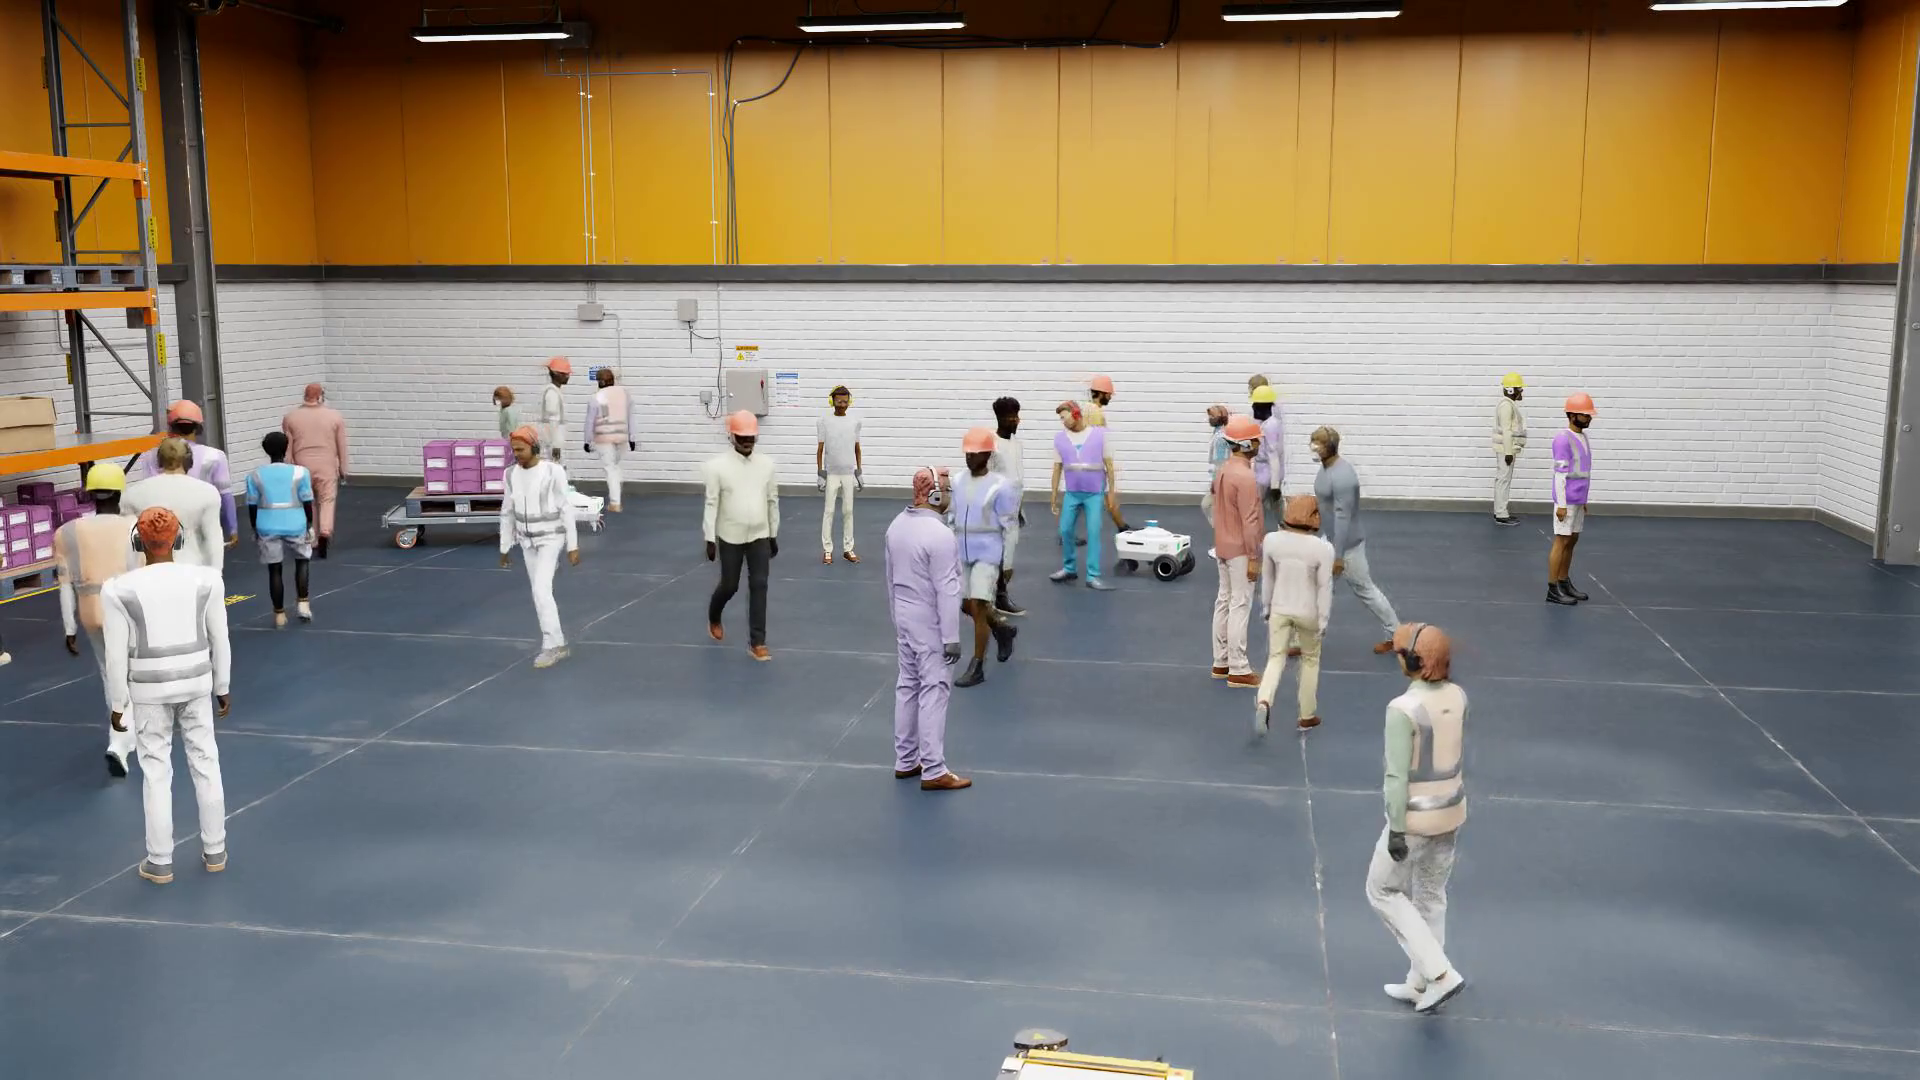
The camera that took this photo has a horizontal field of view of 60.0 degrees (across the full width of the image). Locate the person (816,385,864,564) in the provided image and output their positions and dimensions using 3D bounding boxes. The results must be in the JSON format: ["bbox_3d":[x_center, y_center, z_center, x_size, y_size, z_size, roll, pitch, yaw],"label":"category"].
[{"bbox_3d":[-1.250,-0.681,17.345,0.508,1.864,0.329,-3,10,-21],"label":"person"}]

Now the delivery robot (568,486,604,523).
[{"bbox_3d":[-4.485,-0.377,19.214,0.707,0.478,0.477,-1,9,-4],"label":"delivery robot"}]

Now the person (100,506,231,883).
[{"bbox_3d":[-3.938,0.766,8.306,0.586,1.882,0.353,-7,12,-38],"label":"person"}]

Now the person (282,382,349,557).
[{"bbox_3d":[-6.905,-0.759,17.820,0.679,1.870,0.866,-3,10,-17],"label":"person"}]

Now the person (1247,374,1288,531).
[{"bbox_3d":[3.300,-0.897,18.589,0.996,1.884,0.655,5,10,27],"label":"person"}]

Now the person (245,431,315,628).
[{"bbox_3d":[-5.815,-0.093,14.269,0.548,1.681,0.499,-3,10,-18],"label":"person"}]

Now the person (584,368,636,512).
[{"bbox_3d":[-4.494,-1.271,21.134,0.631,1.815,0.637,9,13,44],"label":"person"}]

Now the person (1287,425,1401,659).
[{"bbox_3d":[3.052,0.025,13.011,1.088,1.873,0.643,-1,9,-8],"label":"person"}]

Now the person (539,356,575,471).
[{"bbox_3d":[-5.007,-1.228,20.258,0.660,2.017,0.604,-2,9,-12],"label":"person"}]

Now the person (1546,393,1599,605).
[{"bbox_3d":[5.625,-0.379,15.239,0.362,1.935,0.553,8,12,40],"label":"person"}]

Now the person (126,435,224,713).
[{"bbox_3d":[-5.362,0.250,11.396,0.642,1.927,0.475,-1,9,-4],"label":"person"}]

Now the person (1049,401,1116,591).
[{"bbox_3d":[1.173,-0.433,15.995,0.704,1.807,0.399,4,10,21],"label":"person"}]

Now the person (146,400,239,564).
[{"bbox_3d":[-6.181,-0.128,13.473,0.641,1.997,1.019,-1,9,-8],"label":"person"}]

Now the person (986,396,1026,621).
[{"bbox_3d":[0.374,-0.282,14.551,0.367,1.962,0.612,6,11,34],"label":"person"}]

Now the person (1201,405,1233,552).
[{"bbox_3d":[2.771,-0.642,17.828,0.380,1.617,0.542,1,9,6],"label":"person"}]

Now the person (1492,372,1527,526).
[{"bbox_3d":[6.612,-1.099,20.028,0.403,1.835,0.588,3,9,15],"label":"person"}]

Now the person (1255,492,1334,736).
[{"bbox_3d":[2.171,0.491,10.852,0.503,1.607,0.686,5,10,29],"label":"person"}]

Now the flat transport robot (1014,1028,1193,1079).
[{"bbox_3d":[0.381,2.026,5.474,0.652,0.197,1.431,2,9,13],"label":"flat transport robot"}]

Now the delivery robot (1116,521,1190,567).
[{"bbox_3d":[1.919,0.049,16.569,0.707,0.478,0.477,5,10,28],"label":"delivery robot"}]

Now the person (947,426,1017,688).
[{"bbox_3d":[0.200,0.093,12.357,0.540,1.921,0.751,7,12,39],"label":"person"}]

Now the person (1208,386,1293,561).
[{"bbox_3d":[3.109,-0.646,17.085,1.008,1.871,0.608,2,9,11],"label":"person"}]

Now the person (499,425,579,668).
[{"bbox_3d":[-3.282,0.049,12.797,0.620,1.862,0.623,5,10,26],"label":"person"}]

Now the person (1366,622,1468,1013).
[{"bbox_3d":[1.888,1.140,6.770,0.518,1.624,0.391,-8,12,-40],"label":"person"}]

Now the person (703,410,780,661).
[{"bbox_3d":[-1.753,-0.057,13.171,0.624,1.972,0.775,-5,10,-29],"label":"person"}]

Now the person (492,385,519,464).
[{"bbox_3d":[-5.670,-1.151,21.040,0.441,1.613,0.571,-4,10,-25],"label":"person"}]

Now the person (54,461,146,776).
[{"bbox_3d":[-5.167,0.465,10.163,0.599,1.891,0.921,-2,9,-14],"label":"person"}]

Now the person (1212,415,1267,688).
[{"bbox_3d":[2.052,0.079,12.211,0.375,1.997,0.612,-2,9,-13],"label":"person"}]

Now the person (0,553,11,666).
[{"bbox_3d":[-7.591,0.080,12.686,0.504,1.844,0.345,-3,10,-17],"label":"person"}]

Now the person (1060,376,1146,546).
[{"bbox_3d":[1.565,-0.863,18.424,1.011,1.873,0.564,-2,9,-11],"label":"person"}]

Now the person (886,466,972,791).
[{"bbox_3d":[-0.171,0.511,9.817,0.401,1.907,0.648,-5,11,-31],"label":"person"}]
